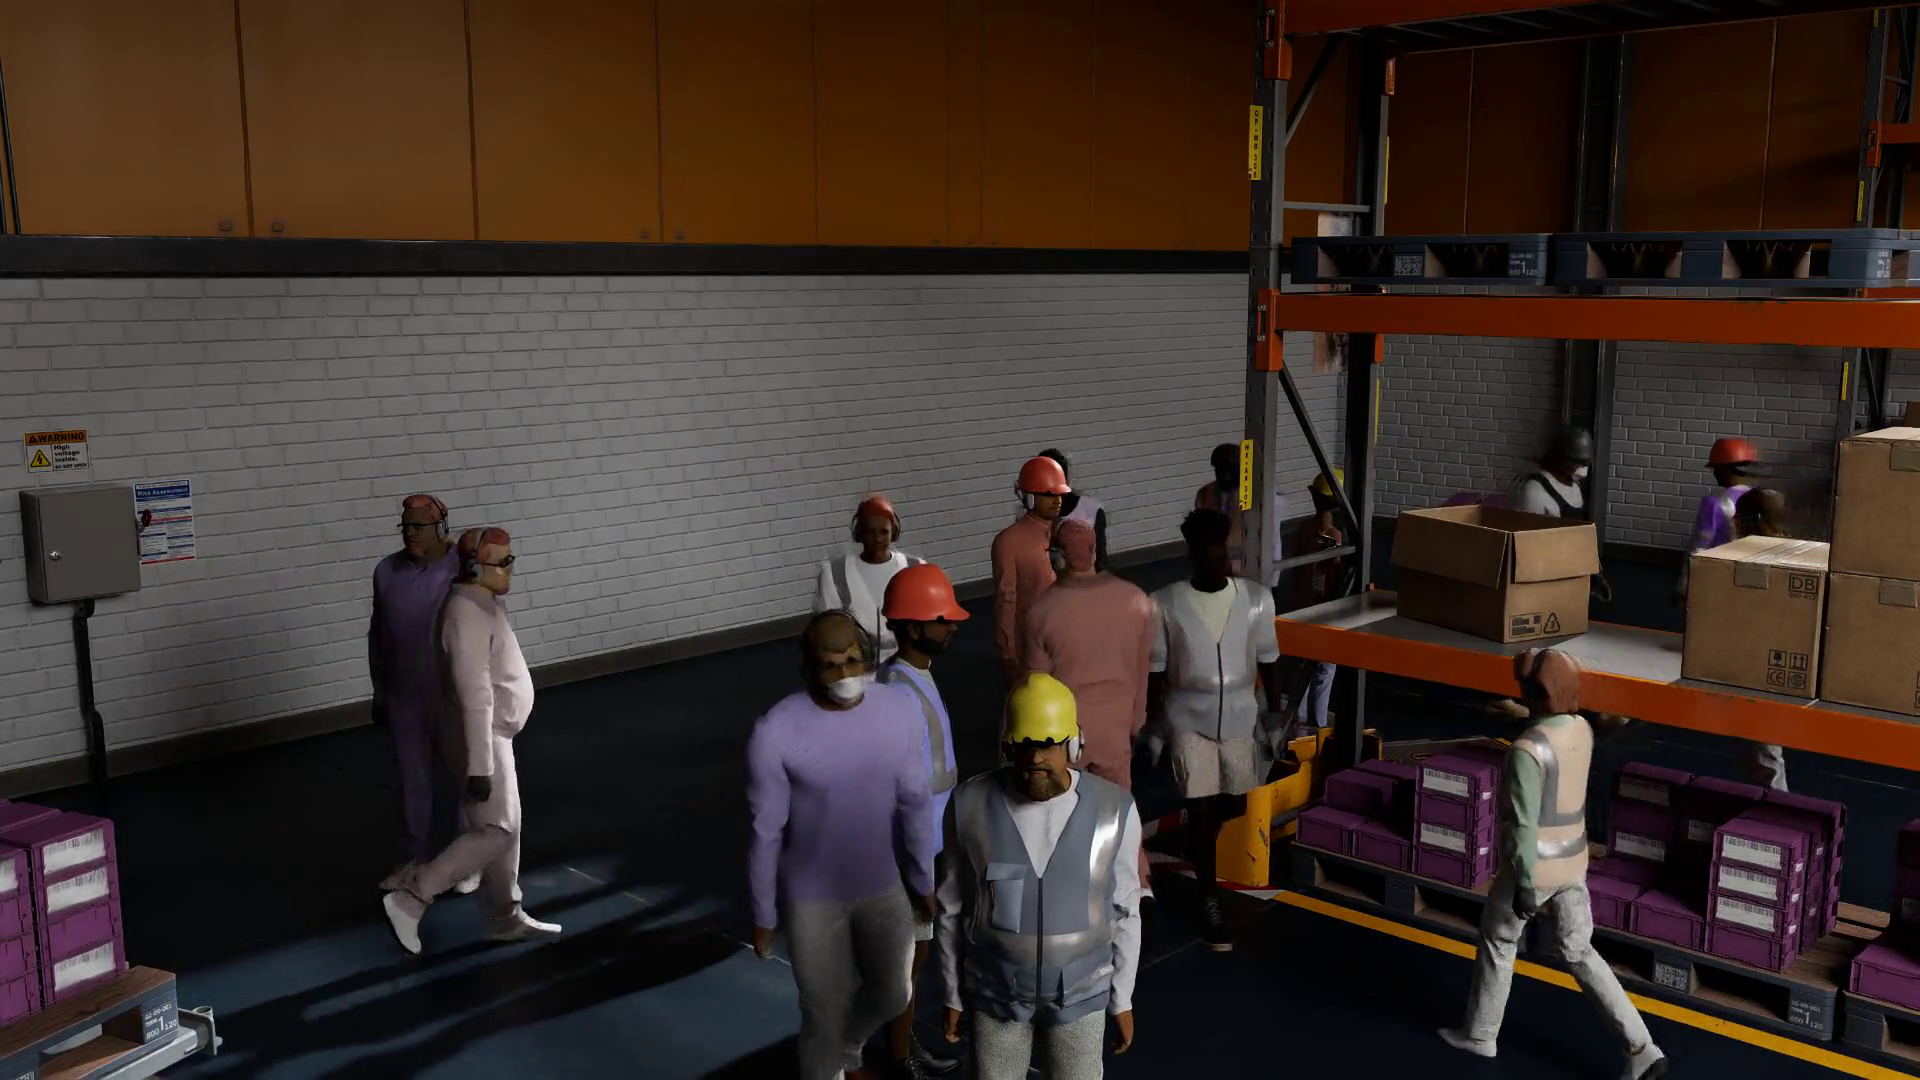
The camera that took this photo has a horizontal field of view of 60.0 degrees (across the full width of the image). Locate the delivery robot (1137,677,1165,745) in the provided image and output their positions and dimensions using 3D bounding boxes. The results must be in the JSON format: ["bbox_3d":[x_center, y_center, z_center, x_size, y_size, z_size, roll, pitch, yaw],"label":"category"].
[{"bbox_3d":[1.185,1.003,10.018,0.477,0.478,0.707,7,11,36],"label":"delivery robot"}]

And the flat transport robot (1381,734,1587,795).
[{"bbox_3d":[2.702,1.302,9.338,1.431,0.197,0.652,-2,10,-14],"label":"flat transport robot"}]

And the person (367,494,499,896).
[{"bbox_3d":[-2.497,0.729,7.851,0.639,1.910,0.407,2,9,9],"label":"person"}]

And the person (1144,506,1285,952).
[{"bbox_3d":[1.109,0.780,7.474,0.659,1.931,0.851,-1,9,-7],"label":"person"}]

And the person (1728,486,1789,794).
[{"bbox_3d":[3.881,0.700,8.035,0.740,1.903,0.604,-6,11,-34],"label":"person"}]

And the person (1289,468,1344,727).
[{"bbox_3d":[2.193,0.448,10.011,0.326,1.765,0.533,-2,10,-15],"label":"person"}]

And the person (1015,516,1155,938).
[{"bbox_3d":[0.556,0.849,7.176,0.657,1.885,0.658,-3,10,-19],"label":"person"}]

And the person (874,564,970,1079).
[{"bbox_3d":[-0.145,1.039,5.860,0.358,1.938,0.542,0,9,-1],"label":"person"}]

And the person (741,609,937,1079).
[{"bbox_3d":[-0.442,1.123,5.475,0.663,1.905,0.658,-6,11,-31],"label":"person"}]

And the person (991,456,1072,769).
[{"bbox_3d":[0.408,0.557,8.640,0.377,1.995,0.612,8,12,40],"label":"person"}]

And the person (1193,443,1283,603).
[{"bbox_3d":[1.834,0.256,11.020,0.635,1.822,0.525,6,11,32],"label":"person"}]

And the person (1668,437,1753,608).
[{"bbox_3d":[5.005,0.290,10.673,0.558,1.889,1.026,-4,10,-25],"label":"person"}]

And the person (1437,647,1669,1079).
[{"bbox_3d":[2.167,1.185,5.994,0.518,1.604,0.806,-8,12,-40],"label":"person"}]

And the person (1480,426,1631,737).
[{"bbox_3d":[3.822,0.216,10.587,1.043,2.000,0.708,8,12,39],"label":"person"}]

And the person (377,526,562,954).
[{"bbox_3d":[-2.113,0.870,7.089,0.690,1.883,0.643,-3,10,-17],"label":"person"}]

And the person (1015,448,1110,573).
[{"bbox_3d":[0.657,0.357,10.206,0.628,1.886,0.862,4,10,23],"label":"person"}]

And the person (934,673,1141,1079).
[{"bbox_3d":[0.221,1.273,4.741,0.590,1.833,0.404,0,9,1],"label":"person"}]

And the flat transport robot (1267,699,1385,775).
[{"bbox_3d":[1.926,1.153,10.254,0.652,0.197,1.431,-5,10,-26],"label":"flat transport robot"}]

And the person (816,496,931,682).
[{"bbox_3d":[-0.439,0.685,8.355,0.594,1.839,0.992,-1,9,-5],"label":"person"}]
